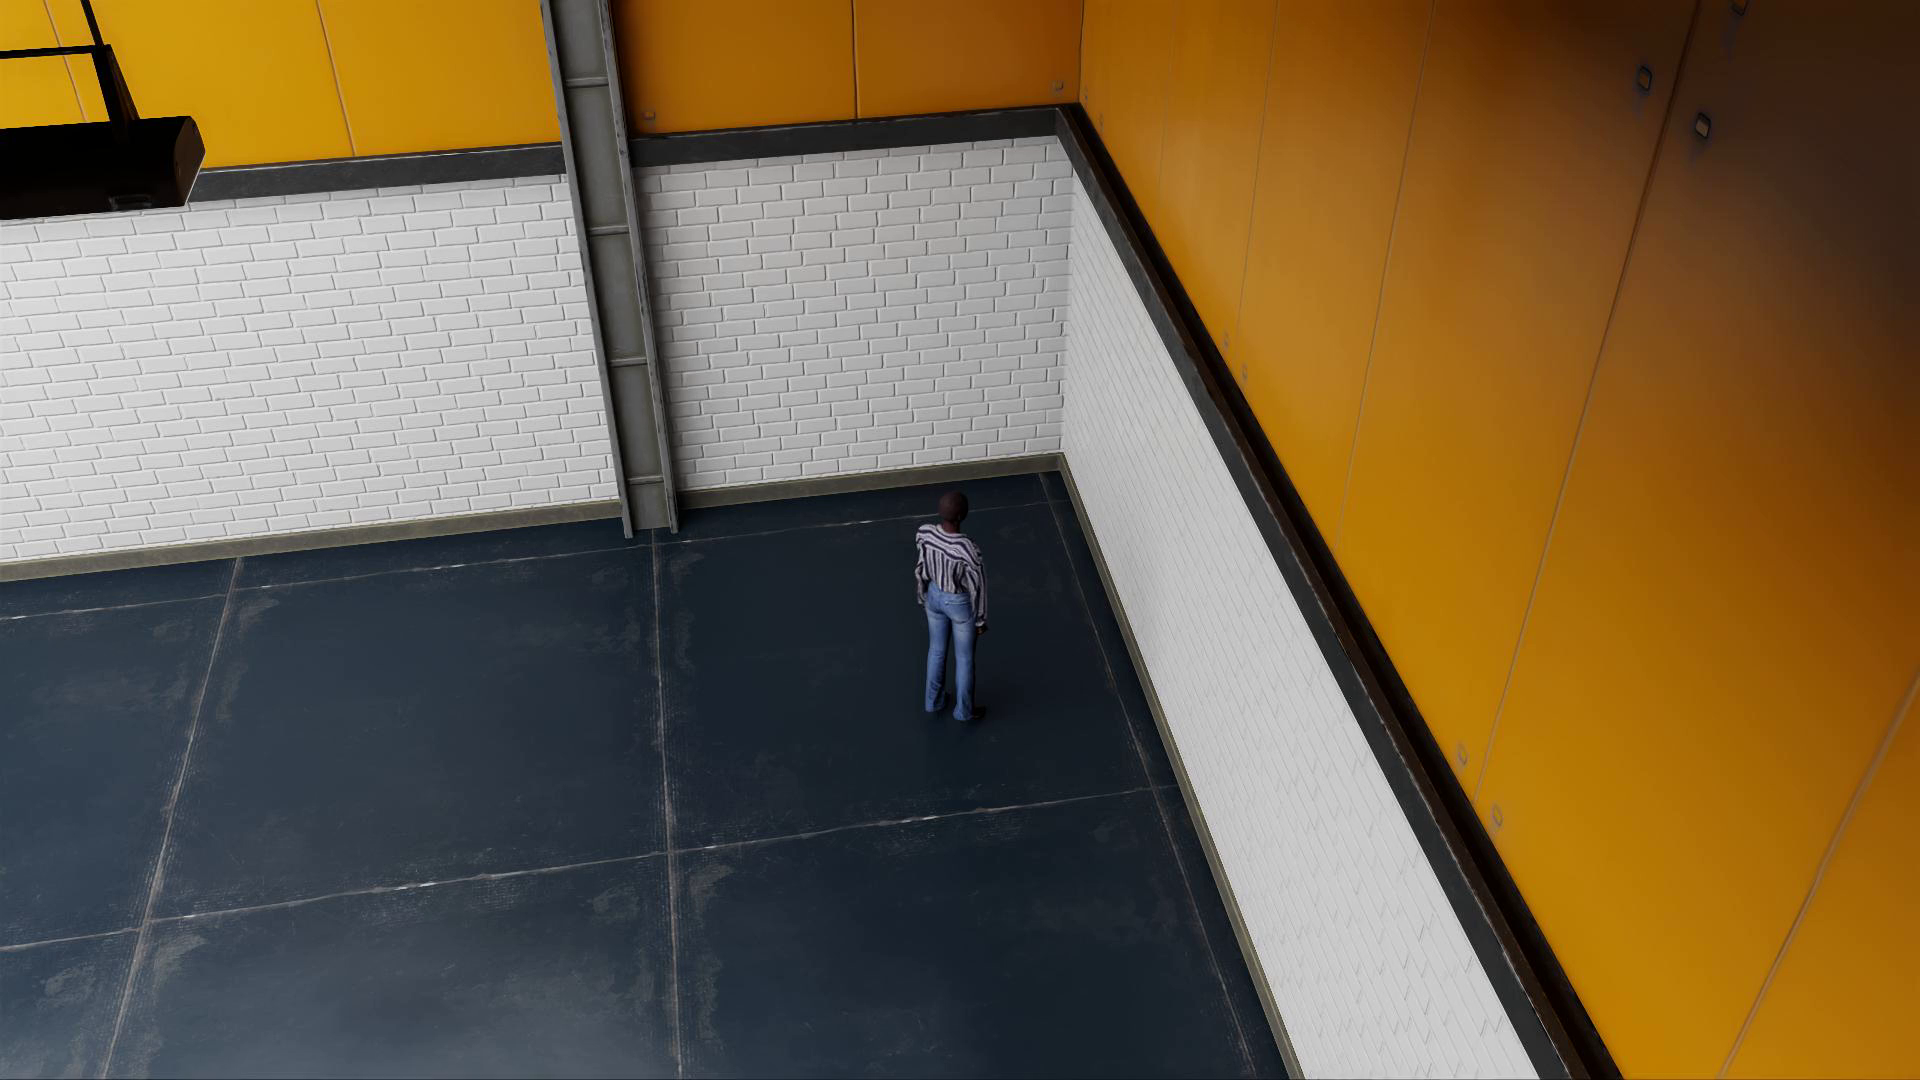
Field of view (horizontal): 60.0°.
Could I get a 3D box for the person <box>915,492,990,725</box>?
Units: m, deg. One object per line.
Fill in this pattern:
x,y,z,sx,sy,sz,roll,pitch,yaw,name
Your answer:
-0.048,0.431,10.365,0.693,1.795,0.764,22,43,25,person
